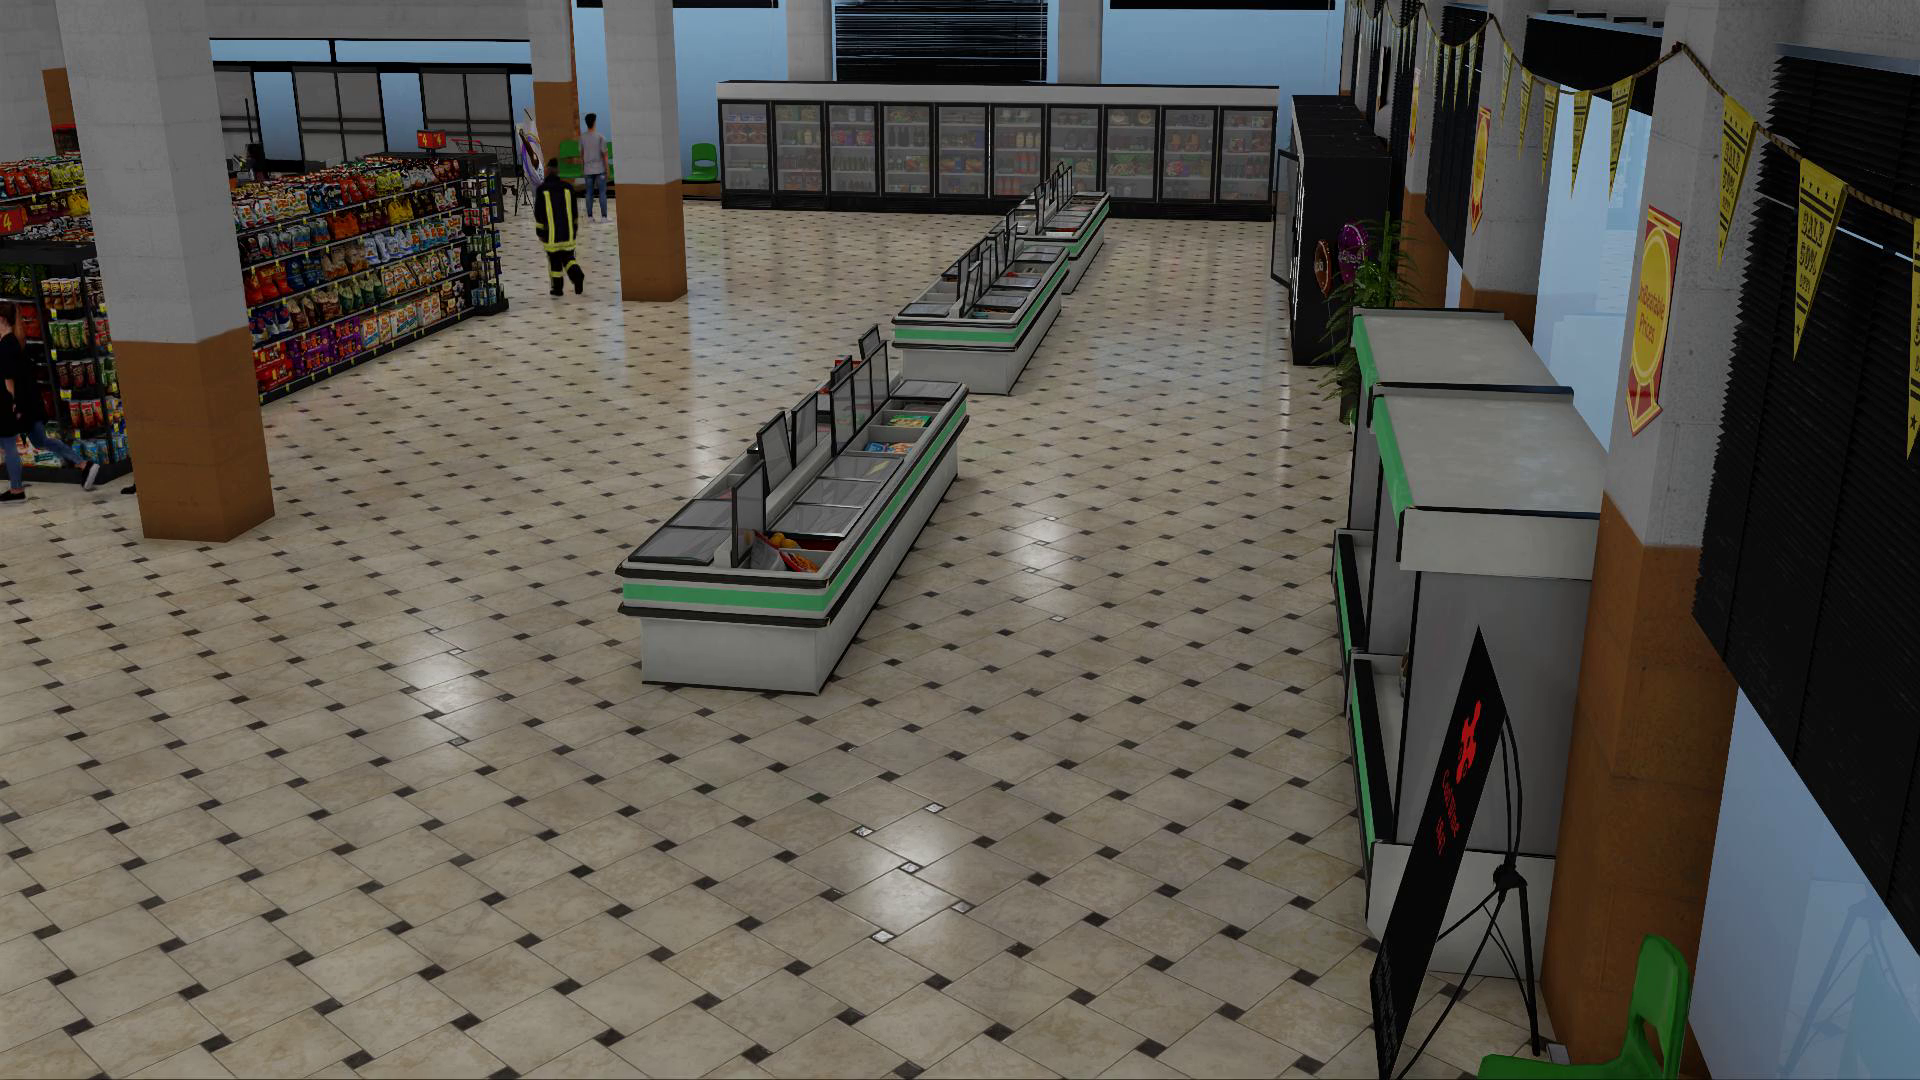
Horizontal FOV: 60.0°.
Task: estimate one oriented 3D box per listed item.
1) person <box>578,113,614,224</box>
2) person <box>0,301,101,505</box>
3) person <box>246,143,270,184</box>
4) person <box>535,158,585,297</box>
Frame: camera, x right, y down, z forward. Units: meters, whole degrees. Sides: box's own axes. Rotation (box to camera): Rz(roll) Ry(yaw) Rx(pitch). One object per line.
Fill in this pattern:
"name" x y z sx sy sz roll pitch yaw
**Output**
"person" -6.450 -6.553 29.324 0.666 1.886 0.532 3 19 9
"person" -7.538 -1.104 13.520 0.932 1.659 1.074 -4 19 -10
"person" -10.732 -5.270 25.830 0.999 1.688 1.112 -6 20 -18
"person" -5.365 -4.161 22.295 1.011 1.845 1.071 -12 22 -31
